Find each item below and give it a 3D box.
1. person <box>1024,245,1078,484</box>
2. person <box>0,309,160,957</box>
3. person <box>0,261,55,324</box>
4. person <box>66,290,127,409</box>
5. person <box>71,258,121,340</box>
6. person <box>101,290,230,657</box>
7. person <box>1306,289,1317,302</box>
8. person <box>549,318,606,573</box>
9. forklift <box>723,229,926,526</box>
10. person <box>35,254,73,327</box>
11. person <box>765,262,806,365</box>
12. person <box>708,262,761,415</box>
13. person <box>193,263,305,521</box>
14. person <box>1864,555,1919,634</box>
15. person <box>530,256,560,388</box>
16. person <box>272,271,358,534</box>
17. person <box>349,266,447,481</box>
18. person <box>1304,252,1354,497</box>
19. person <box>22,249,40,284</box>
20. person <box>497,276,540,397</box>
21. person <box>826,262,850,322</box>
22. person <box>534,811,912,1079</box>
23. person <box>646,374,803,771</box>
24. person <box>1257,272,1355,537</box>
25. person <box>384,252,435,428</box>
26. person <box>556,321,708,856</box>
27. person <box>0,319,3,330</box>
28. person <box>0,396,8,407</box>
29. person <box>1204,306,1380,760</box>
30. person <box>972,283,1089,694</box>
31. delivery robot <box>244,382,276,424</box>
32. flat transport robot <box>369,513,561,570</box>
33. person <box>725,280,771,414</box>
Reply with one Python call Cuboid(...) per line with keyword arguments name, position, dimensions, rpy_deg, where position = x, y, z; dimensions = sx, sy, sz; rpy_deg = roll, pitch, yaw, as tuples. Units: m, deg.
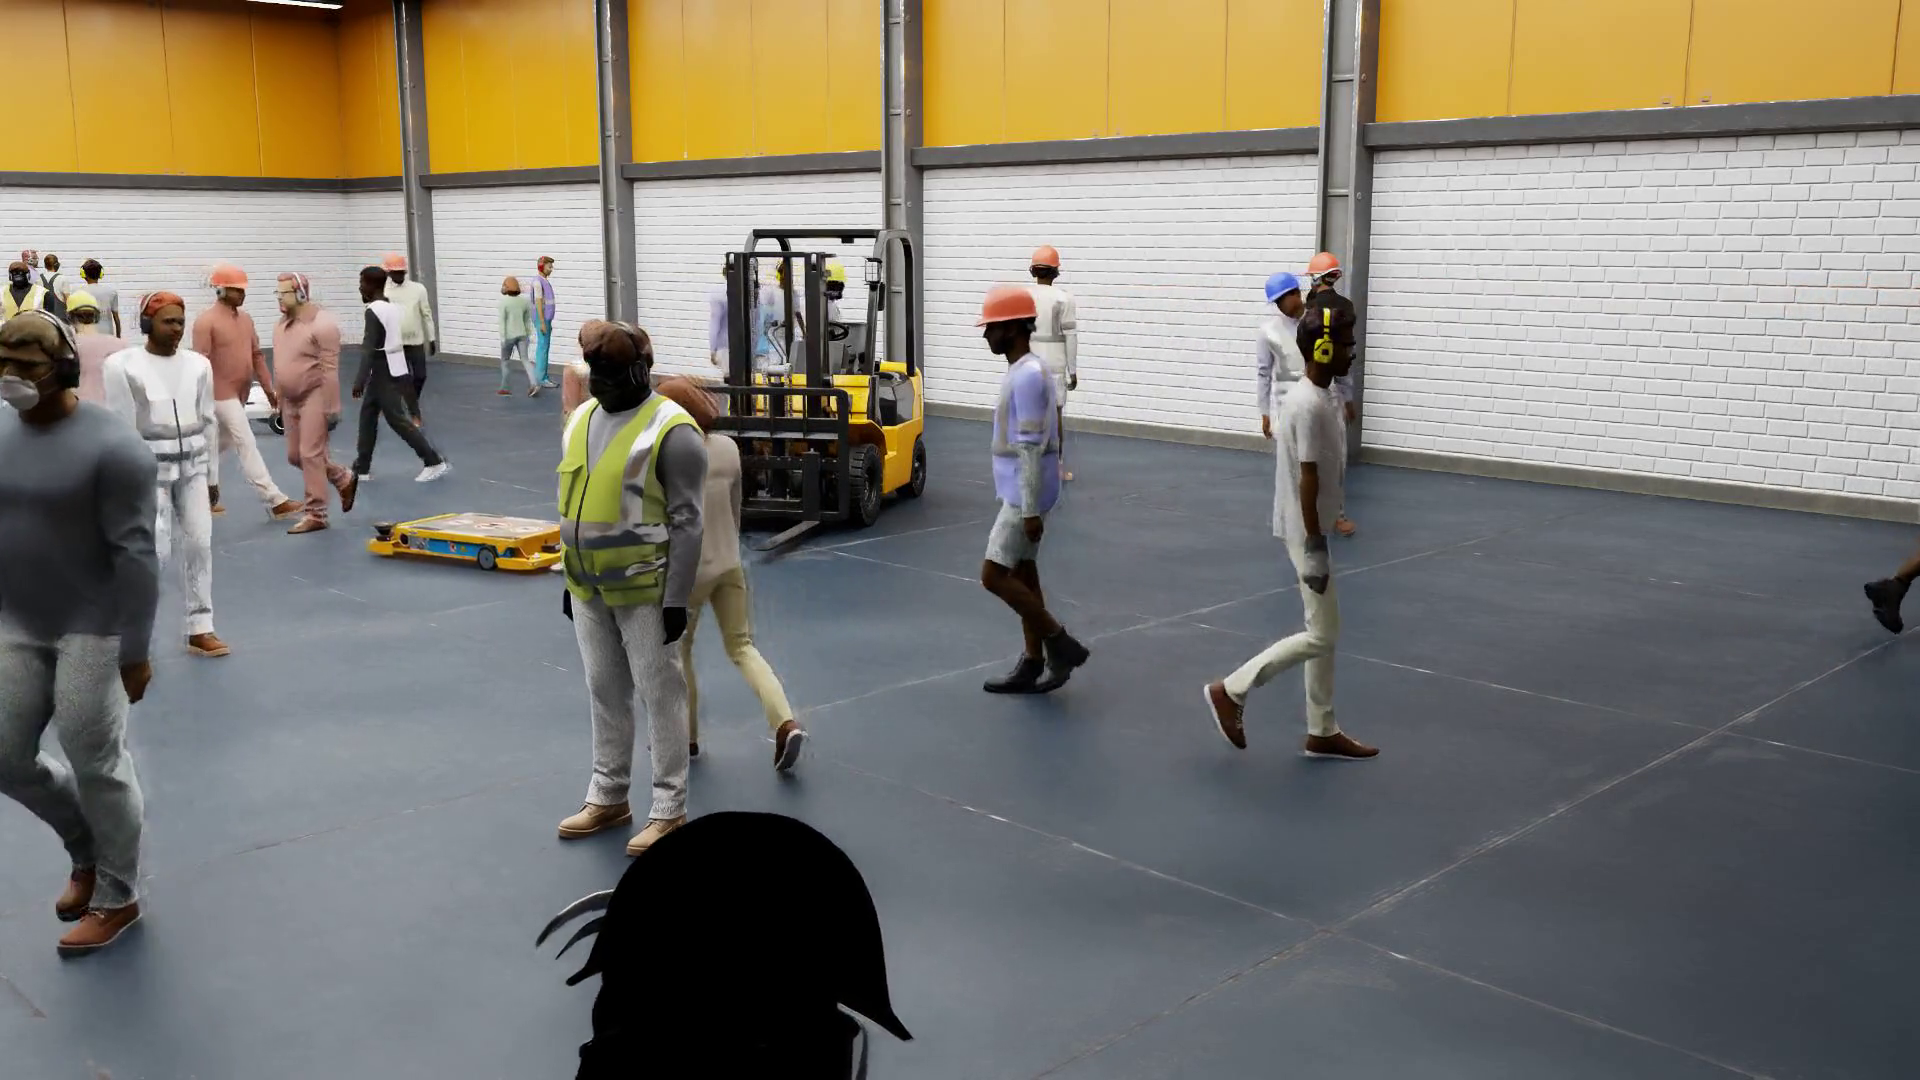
Cuboid(name="person", position=(0.733, -1.500, 14.305), dimensions=(0.611, 2.048, 0.360), rpy_deg=(5, 11, 25))
Cuboid(name="person", position=(-2.653, 0.285, 4.915), dimensions=(0.647, 1.920, 0.436), rpy_deg=(2, 11, 13))
Cuboid(name="person", position=(-10.434, -2.181, 18.574), dimensions=(0.625, 1.846, 0.429), rpy_deg=(-3, 11, -16))
Cuboid(name="person", position=(-6.174, -0.881, 11.772), dimensions=(0.730, 1.737, 0.540), rpy_deg=(8, 13, 36))
Cuboid(name="person", position=(-9.772, -2.245, 18.852), dimensions=(0.328, 1.872, 0.515), rpy_deg=(10, 14, 43))
Cuboid(name="person", position=(-4.048, -0.336, 8.450), dimensions=(0.643, 1.866, 0.582), rpy_deg=(8, 13, 36))
Cuboid(name="person", position=(3.140, -1.407, 14.773), dimensions=(0.320, 1.694, 0.531), rpy_deg=(4, 11, 21))
Cuboid(name="person", position=(-2.323, -0.572, 10.404), dimensions=(0.631, 1.610, 0.534), rpy_deg=(8, 13, 38))
Cuboid(name="forklift", position=(-1.050, -1.319, 12.920), dimensions=(1.214, 2.155, 2.313), rpy_deg=(2, 11, 13))
Cuboid(name="person", position=(-13.765, -3.421, 25.331), dimensions=(0.519, 1.844, 0.331), rpy_deg=(-1, 10, -4))
Cuboid(name="person", position=(-1.996, -2.328, 19.454), dimensions=(0.956, 1.809, 0.554), rpy_deg=(9, 14, 40))
Cuboid(name="person", position=(-2.349, -2.048, 17.683), dimensions=(0.800, 1.911, 0.645), rpy_deg=(10, 14, 42))
Cuboid(name="person", position=(-5.435, -1.104, 12.478), dimensions=(1.083, 1.921, 0.623), rpy_deg=(1, 10, 8))
Cuboid(name="person", position=(5.220, -0.380, 8.569), dimensions=(0.811, 1.919, 0.544), rpy_deg=(2, 11, 13))
Cuboid(name="person", position=(-5.856, -3.057, 23.367), dimensions=(0.389, 1.837, 0.563), rpy_deg=(-1, 10, -7))
Cuboid(name="person", position=(-4.677, -1.008, 12.101), dimensions=(0.653, 1.883, 0.683), rpy_deg=(7, 12, 33))
Cuboid(name="person", position=(-4.955, -1.426, 14.384), dimensions=(0.964, 1.879, 0.607), rpy_deg=(-2, 11, -8))
Cuboid(name="person", position=(2.924, -1.316, 13.444), dimensions=(0.623, 1.992, 0.396), rpy_deg=(-9, 14, -42))
Cuboid(name="person", position=(-14.551, -3.605, 26.171), dimensions=(0.641, 1.908, 0.407), rpy_deg=(8, 13, 39))
Cuboid(name="person", position=(-5.852, -2.681, 21.973), dimensions=(0.824, 1.598, 0.512), rpy_deg=(9, 14, 42))
Cuboid(name="person", position=(-1.290, -1.680, 15.728), dimensions=(0.928, 1.892, 0.599), rpy_deg=(0, 10, 0))
Cuboid(name="person", position=(-0.145, 1.037, 1.080), dimensions=(0.403, 1.825, 0.586), rpy_deg=(9, 13, 39))
Cuboid(name="person", position=(-0.967, 0.141, 6.569), dimensions=(0.734, 1.599, 0.520), rpy_deg=(8, 13, 37))
Cuboid(name="person", position=(2.427, -0.938, 11.699), dimensions=(0.706, 1.880, 0.377), rpy_deg=(1, 10, 6))
Cuboid(name="person", position=(-6.232, -2.249, 18.649), dimensions=(0.634, 1.955, 0.740), rpy_deg=(-5, 11, -24))
Cuboid(name="person", position=(-1.163, 0.168, 5.776), dimensions=(0.627, 1.843, 0.429), rpy_deg=(7, 12, 33))
Cuboid(name="person", position=(-8.585, -1.417, 14.658), dimensions=(0.392, 1.750, 0.543), rpy_deg=(0, 10, -1))
Cuboid(name="person", position=(-5.982, -0.575, 9.929), dimensions=(0.637, 1.818, 0.838), rpy_deg=(-2, 11, -11))
Cuboid(name="person", position=(1.377, -0.010, 6.701), dimensions=(0.632, 1.853, 0.545), rpy_deg=(3, 11, 13))
Cuboid(name="person", position=(0.288, -0.214, 7.647), dimensions=(0.466, 1.918, 0.553), rpy_deg=(1, 10, 5))
Cuboid(name="delivery robot", position=(-7.548, -1.459, 17.900), dimensions=(0.707, 0.478, 0.477), rpy_deg=(-4, 11, -19))
Cuboid(name="flat transport robot", position=(-3.151, -0.007, 11.010), dimensions=(1.431, 0.197, 0.652), rpy_deg=(6, 12, 28))
Cuboid(name="person", position=(-2.367, -2.117, 18.799), dimensions=(0.533, 1.635, 0.941), rpy_deg=(-7, 12, -33))
